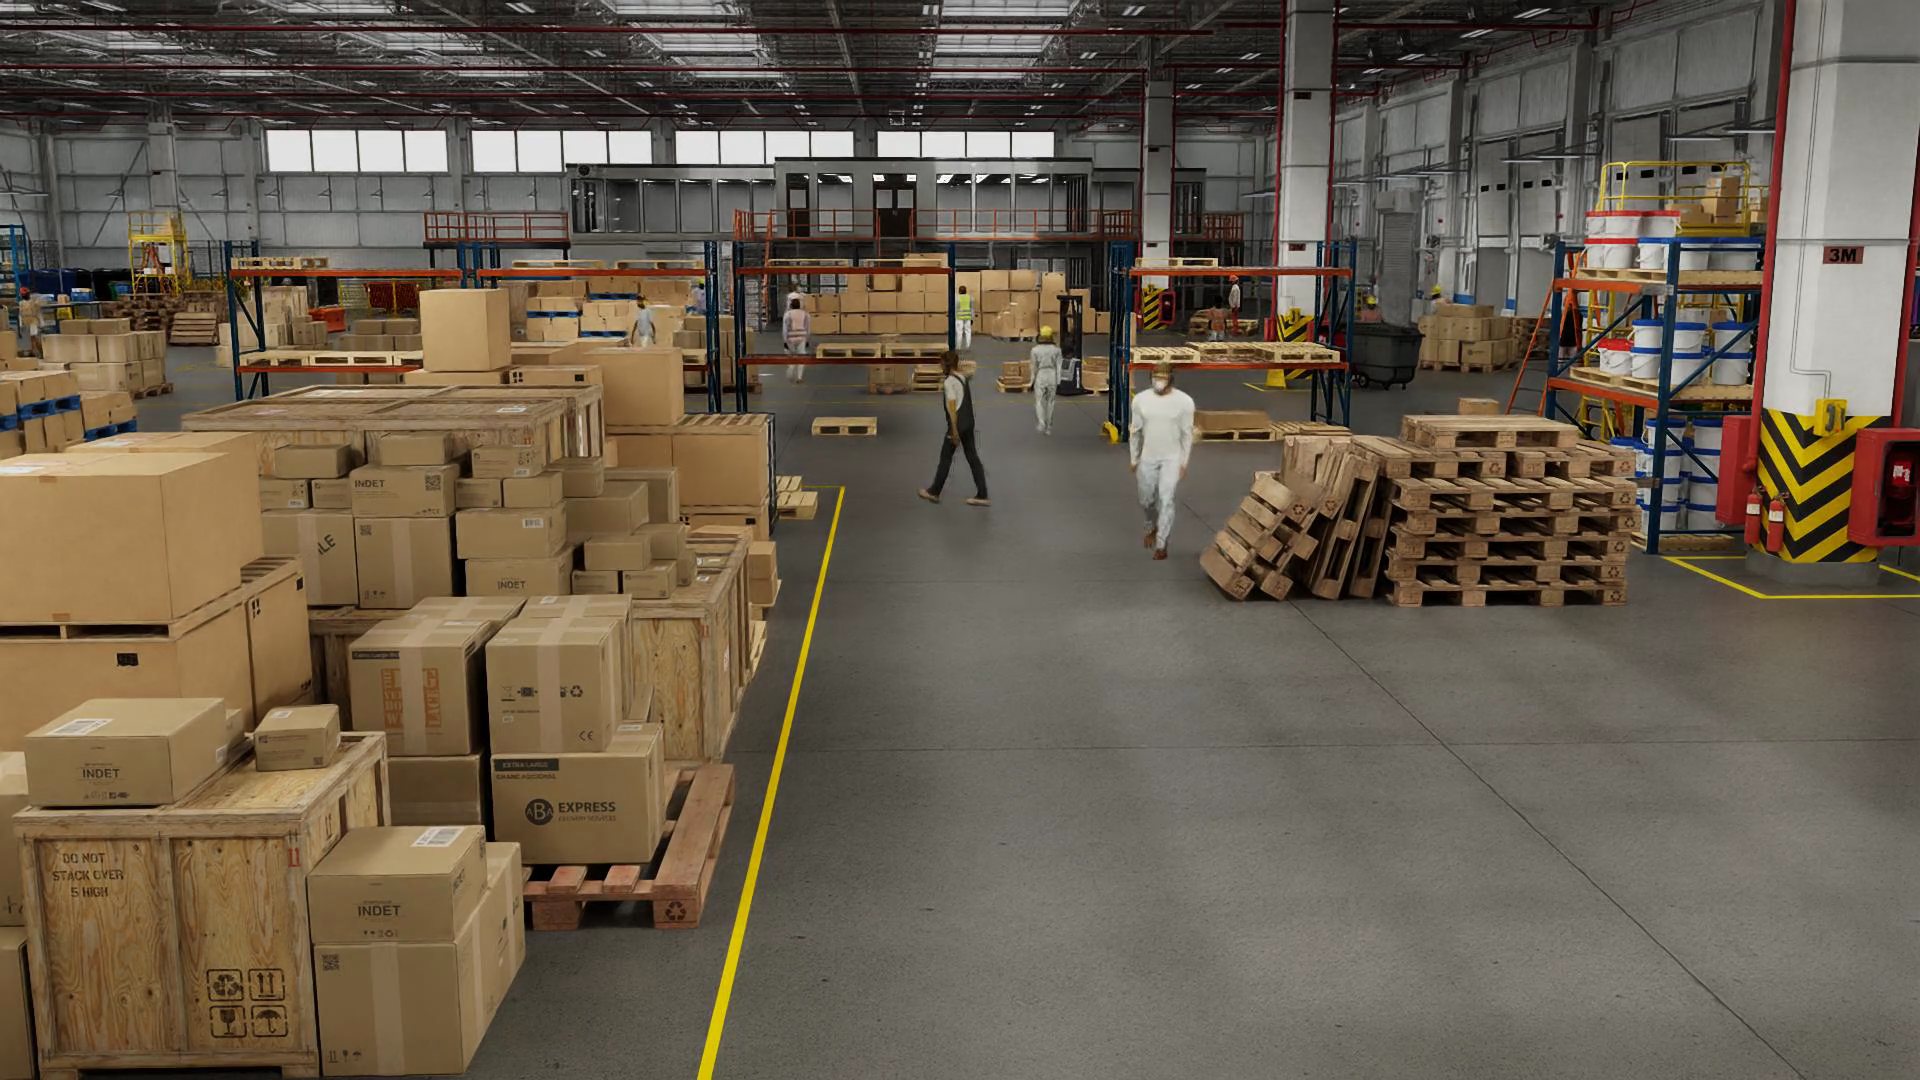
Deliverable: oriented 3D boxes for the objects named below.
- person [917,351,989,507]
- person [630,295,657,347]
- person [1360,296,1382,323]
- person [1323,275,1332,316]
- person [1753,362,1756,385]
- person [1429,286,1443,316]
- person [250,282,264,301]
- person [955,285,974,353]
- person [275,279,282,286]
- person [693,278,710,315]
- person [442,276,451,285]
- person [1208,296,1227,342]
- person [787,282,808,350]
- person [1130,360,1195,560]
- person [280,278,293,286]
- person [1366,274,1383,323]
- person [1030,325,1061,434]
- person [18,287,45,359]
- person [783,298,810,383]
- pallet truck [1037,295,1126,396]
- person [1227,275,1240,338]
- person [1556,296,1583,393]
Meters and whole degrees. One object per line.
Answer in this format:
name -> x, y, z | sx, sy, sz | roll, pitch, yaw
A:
person -> -0.051, -1.281, 19.209 | 0.928, 1.775, 0.536 | 7, 12, 33
person -> -7.164, -4.548, 37.253 | 0.523, 1.824, 0.916 | 9, 14, 42
person -> 9.726, -4.887, 39.347 | 0.542, 1.750, 0.374 | -1, 10, -6
person -> 12.543, -8.130, 56.936 | 0.875, 1.922, 0.616 | 5, 11, 27
person -> 10.494, -1.730, 21.399 | 0.574, 1.881, 0.358 | 4, 11, 21
person -> 12.540, -5.744, 43.767 | 0.498, 1.879, 0.624 | 2, 10, 11
person -> -20.975, -6.815, 49.908 | 0.578, 1.819, 1.030 | 2, 10, 10
person -> 0.077, -6.033, 45.483 | 0.625, 1.846, 0.429 | -4, 11, -21
person -> -23.843, -8.297, 58.426 | 0.531, 1.718, 0.924 | 7, 13, 36
person -> -8.240, -7.399, 52.981 | 0.600, 1.888, 0.964 | -10, 14, -43
person -> -15.294, -6.853, 49.570 | 0.613, 2.022, 0.689 | -1, 10, -4
person -> 6.418, -5.234, 41.435 | 0.540, 1.695, 0.317 | -3, 11, -19
person -> -4.592, -6.314, 46.839 | 0.633, 1.921, 0.689 | -7, 12, -33
person -> 1.930, -0.768, 15.956 | 0.628, 1.921, 0.500 | 3, 11, 18
person -> -18.658, -6.262, 46.204 | 0.539, 2.000, 0.689 | -4, 11, -21
person -> 14.121, -8.095, 56.744 | 0.559, 1.922, 0.653 | -6, 12, -31
person -> 1.350, -2.500, 26.129 | 0.493, 1.732, 0.493 | 0, 10, -1
person -> -23.815, -5.547, 42.689 | 0.574, 1.888, 0.949 | 1, 10, 6
person -> -3.570, -4.314, 35.984 | 0.646, 1.808, 0.830 | -4, 11, -21
pallet truck -> 2.483, -3.881, 33.060 | 1.885, 1.965, 0.823 | -7, 13, -36
person -> 8.688, -7.414, 52.761 | 0.384, 1.991, 0.609 | 2, 10, 9
person -> 12.236, -3.952, 33.507 | 0.608, 1.987, 0.403 | 0, 10, -1
